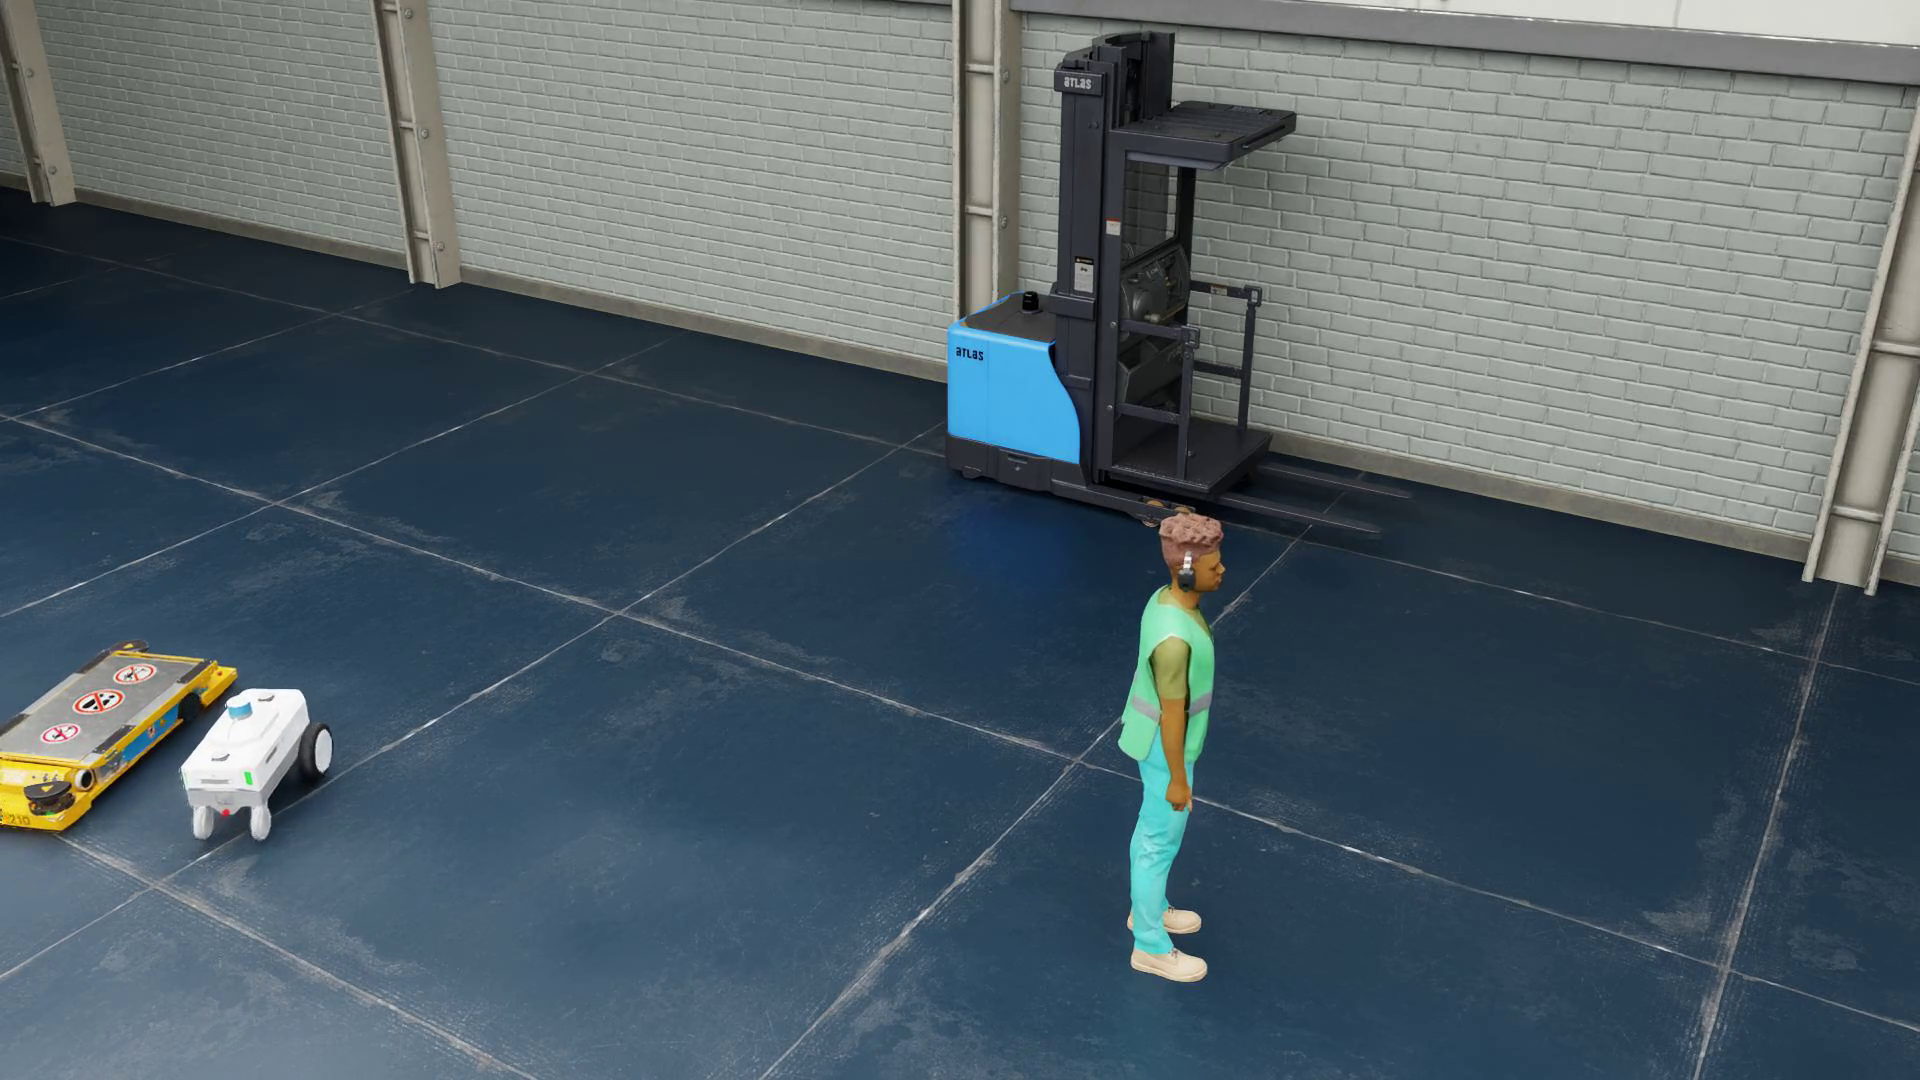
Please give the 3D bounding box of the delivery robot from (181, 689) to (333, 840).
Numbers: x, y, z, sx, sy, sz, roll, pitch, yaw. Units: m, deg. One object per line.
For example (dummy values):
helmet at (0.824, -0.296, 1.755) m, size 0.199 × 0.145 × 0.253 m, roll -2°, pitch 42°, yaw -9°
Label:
delivery robot at (-3.325, 0.993, 7.792) m, size 0.499 × 0.568 × 0.747 m, roll 1°, pitch 25°, yaw 1°

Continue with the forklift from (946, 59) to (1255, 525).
forklift at (0.933, -1.707, 10.833) m, size 1.873 × 2.768 × 1.129 m, roll 15°, pitch 29°, yaw 28°

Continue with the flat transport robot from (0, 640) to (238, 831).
flat transport robot at (-4.303, 0.941, 8.267) m, size 0.659 × 0.231 × 1.431 m, roll 5°, pitch 26°, yaw 9°

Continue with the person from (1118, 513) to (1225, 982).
person at (0.826, 0.809, 6.552) m, size 0.403 × 1.978 × 0.484 m, roll 3°, pitch 25°, yaw 6°
